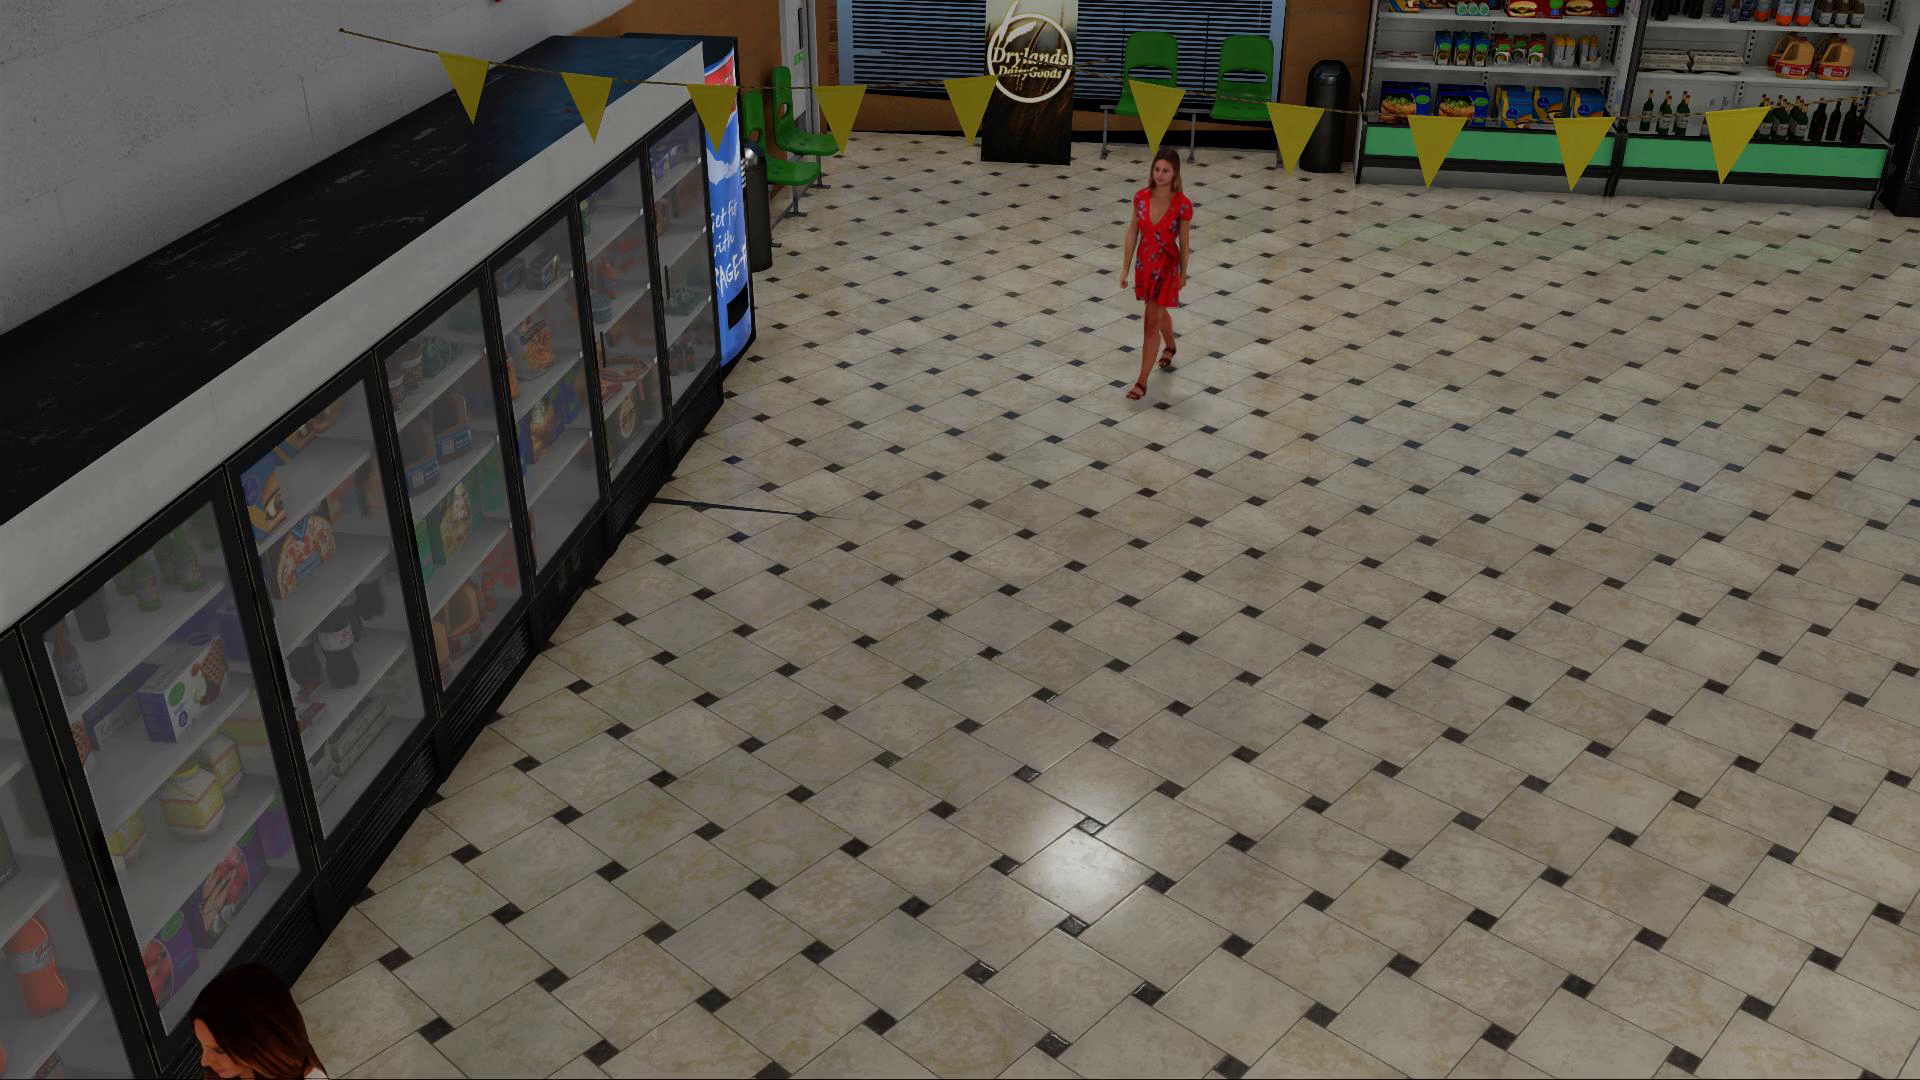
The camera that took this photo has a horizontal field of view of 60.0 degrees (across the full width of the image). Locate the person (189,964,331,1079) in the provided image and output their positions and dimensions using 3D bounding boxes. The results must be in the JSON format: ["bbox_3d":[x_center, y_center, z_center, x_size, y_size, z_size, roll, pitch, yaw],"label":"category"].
[{"bbox_3d":[-1.573,1.740,4.123,0.595,1.782,0.721,18,33,30],"label":"person"}]

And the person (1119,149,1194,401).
[{"bbox_3d":[1.308,-1.750,10.755,1.095,1.551,0.920,17,33,28],"label":"person"}]
